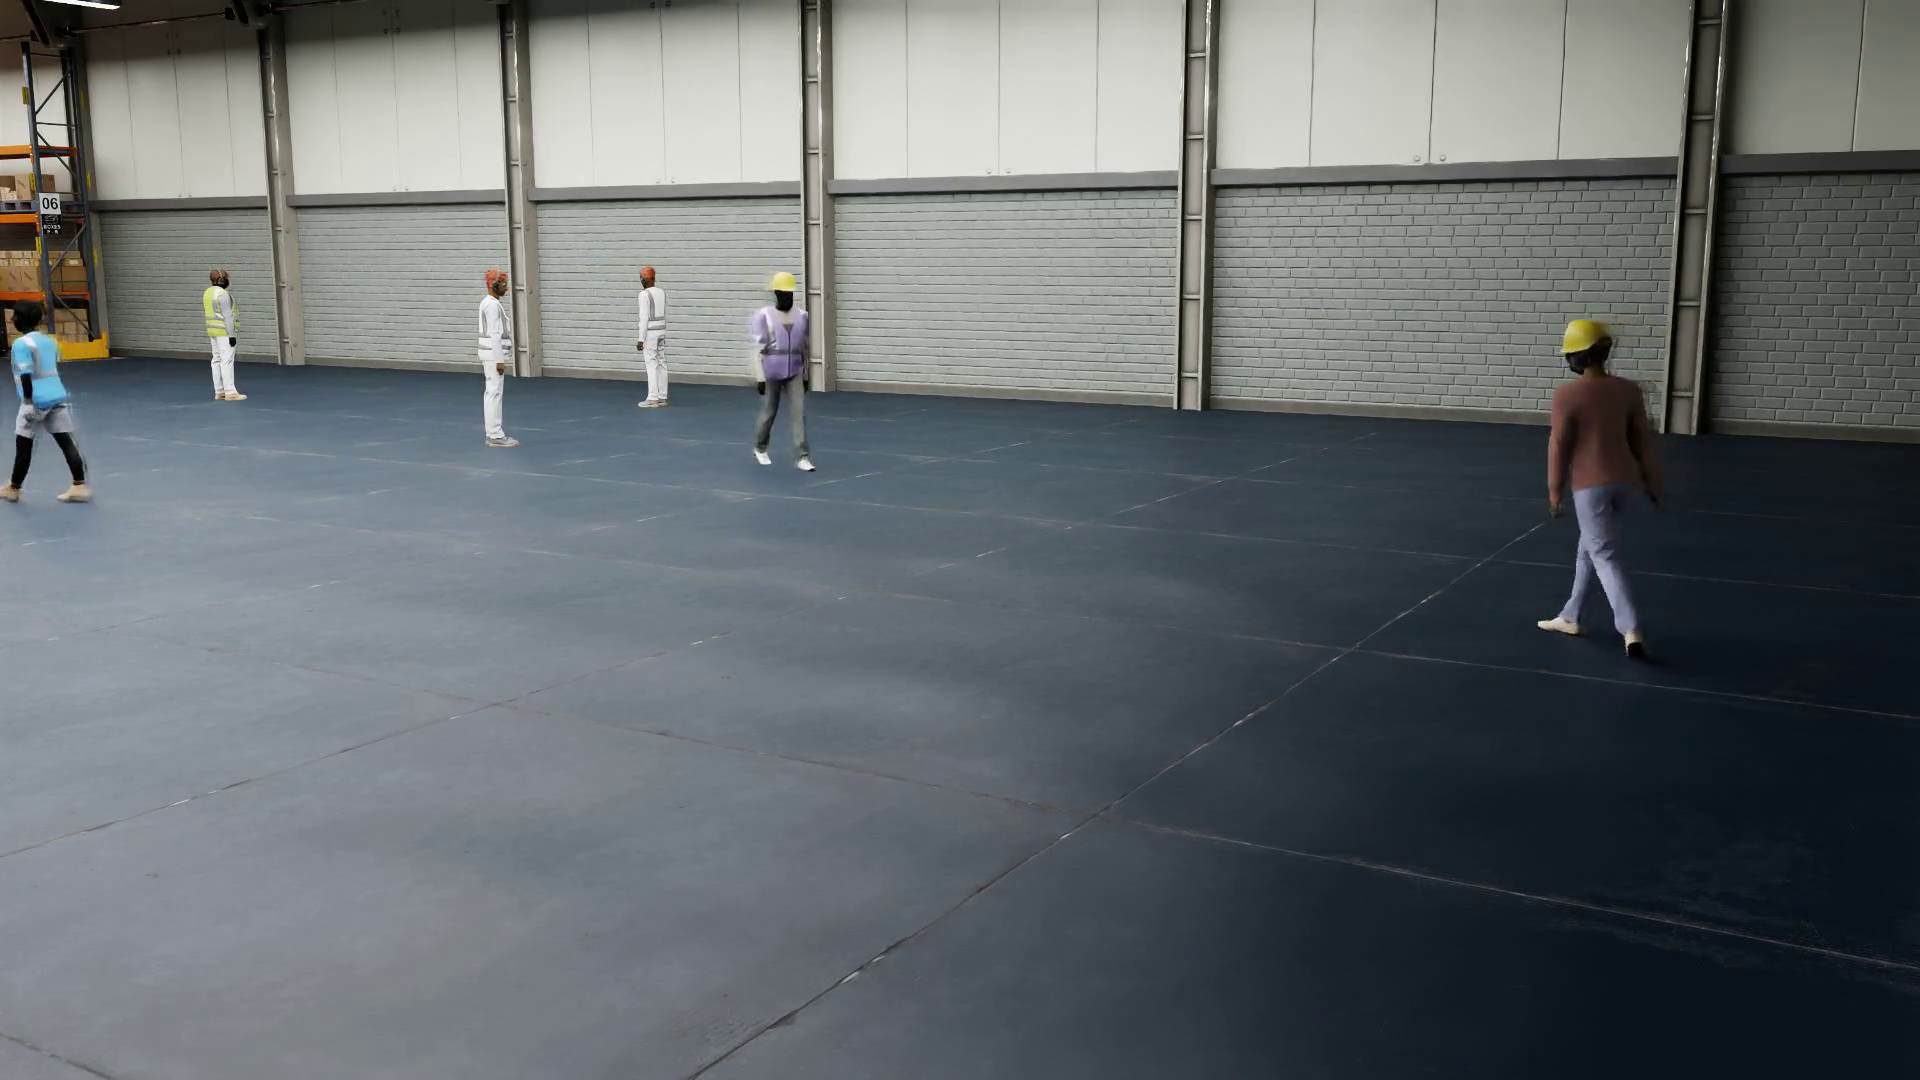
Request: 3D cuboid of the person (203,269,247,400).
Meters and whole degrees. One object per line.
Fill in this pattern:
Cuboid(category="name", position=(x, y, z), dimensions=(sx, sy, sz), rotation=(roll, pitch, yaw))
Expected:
Cuboid(category="person", position=(-10.356, -2.884, 23.402), dimensions=(0.625, 1.846, 0.429), rotation=(8, 13, 41))

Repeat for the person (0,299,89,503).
Cuboid(category="person", position=(-7.568, -1.121, 13.571), dimensions=(0.822, 1.660, 0.556), rotation=(0, 10, 3))

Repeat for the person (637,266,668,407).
Cuboid(category="person", position=(-4.139, -2.726, 22.349), dimensions=(0.355, 1.887, 0.573), rotation=(4, 11, 23))

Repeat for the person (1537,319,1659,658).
Cuboid(category="person", position=(3.327, -0.275, 8.531), dimensions=(0.561, 1.707, 0.860), rotation=(-4, 10, -20))

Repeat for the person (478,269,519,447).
Cuboid(category="person", position=(-4.942, -1.934, 17.718), dimensions=(0.359, 1.886, 0.573), rotation=(-4, 10, -20))

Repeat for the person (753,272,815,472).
Cuboid(category="person", position=(-1.712, -1.620, 15.886), dimensions=(0.601, 1.881, 0.982), rotation=(-6, 11, -30))
